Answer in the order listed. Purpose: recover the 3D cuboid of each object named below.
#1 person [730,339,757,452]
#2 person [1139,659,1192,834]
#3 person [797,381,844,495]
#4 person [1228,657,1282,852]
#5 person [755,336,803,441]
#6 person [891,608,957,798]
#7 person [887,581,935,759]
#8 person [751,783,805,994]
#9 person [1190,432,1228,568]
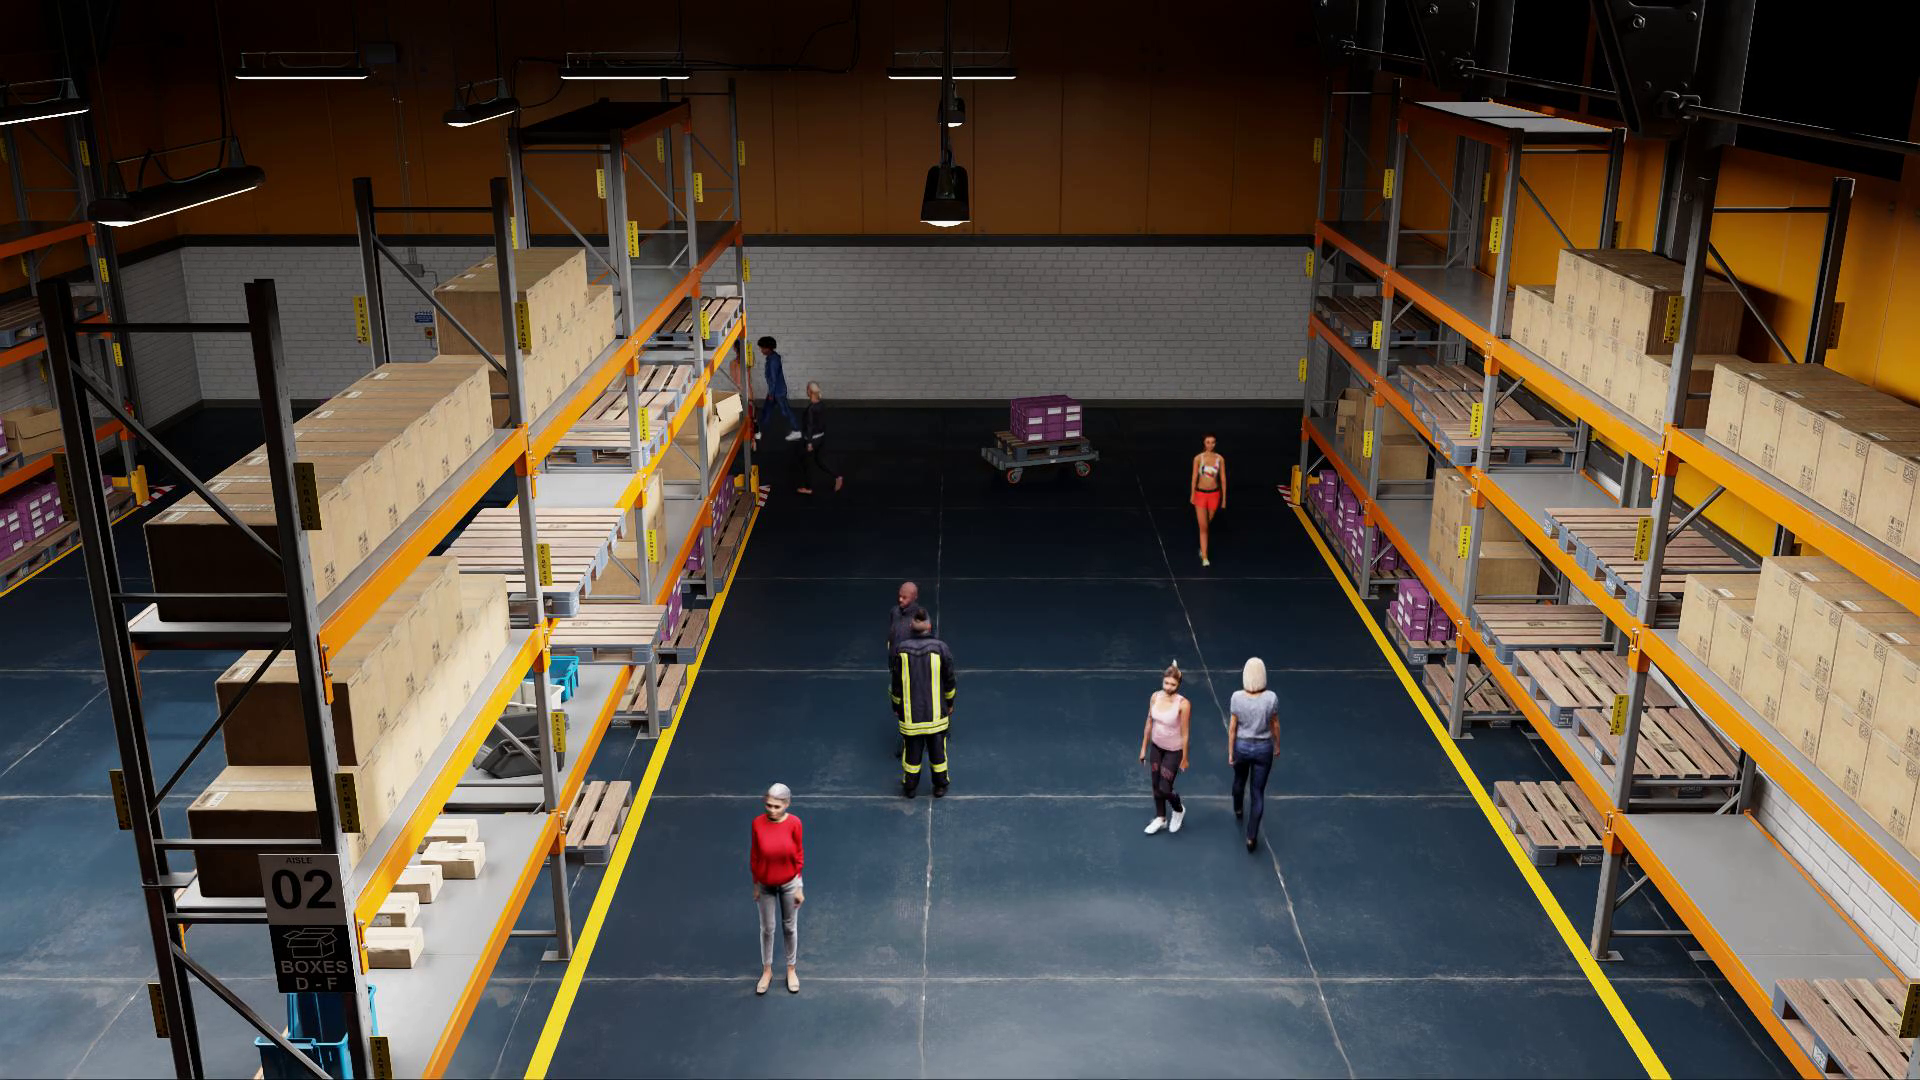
[{"bbox_3d":[-3.444,-2.303,26.743,0.985,1.794,1.101,-15,24,-37],"label":"person"},{"bbox_3d":[1.882,1.822,14.722,0.778,1.649,0.717,-15,24,-38],"label":"person"},{"bbox_3d":[-2.074,-1.481,24.440,0.929,1.706,0.990,8,20,23],"label":"person"},{"bbox_3d":[2.549,1.889,14.464,0.777,1.686,1.083,5,19,15],"label":"person"},{"bbox_3d":[-2.915,-2.441,27.225,1.000,1.749,1.206,-4,19,-12],"label":"person"},{"bbox_3d":[-0.348,1.490,15.368,0.751,1.866,0.676,-1,19,-2],"label":"person"},{"bbox_3d":[-0.422,1.221,16.264,1.134,1.804,1.081,-17,25,-41],"label":"person"},{"bbox_3d":[-1.356,2.573,12.416,0.540,1.696,0.515,-1,19,-2],"label":"person"},{"bbox_3d":[3.215,-0.549,21.615,0.612,1.744,1.126,1,19,2],"label":"person"}]
